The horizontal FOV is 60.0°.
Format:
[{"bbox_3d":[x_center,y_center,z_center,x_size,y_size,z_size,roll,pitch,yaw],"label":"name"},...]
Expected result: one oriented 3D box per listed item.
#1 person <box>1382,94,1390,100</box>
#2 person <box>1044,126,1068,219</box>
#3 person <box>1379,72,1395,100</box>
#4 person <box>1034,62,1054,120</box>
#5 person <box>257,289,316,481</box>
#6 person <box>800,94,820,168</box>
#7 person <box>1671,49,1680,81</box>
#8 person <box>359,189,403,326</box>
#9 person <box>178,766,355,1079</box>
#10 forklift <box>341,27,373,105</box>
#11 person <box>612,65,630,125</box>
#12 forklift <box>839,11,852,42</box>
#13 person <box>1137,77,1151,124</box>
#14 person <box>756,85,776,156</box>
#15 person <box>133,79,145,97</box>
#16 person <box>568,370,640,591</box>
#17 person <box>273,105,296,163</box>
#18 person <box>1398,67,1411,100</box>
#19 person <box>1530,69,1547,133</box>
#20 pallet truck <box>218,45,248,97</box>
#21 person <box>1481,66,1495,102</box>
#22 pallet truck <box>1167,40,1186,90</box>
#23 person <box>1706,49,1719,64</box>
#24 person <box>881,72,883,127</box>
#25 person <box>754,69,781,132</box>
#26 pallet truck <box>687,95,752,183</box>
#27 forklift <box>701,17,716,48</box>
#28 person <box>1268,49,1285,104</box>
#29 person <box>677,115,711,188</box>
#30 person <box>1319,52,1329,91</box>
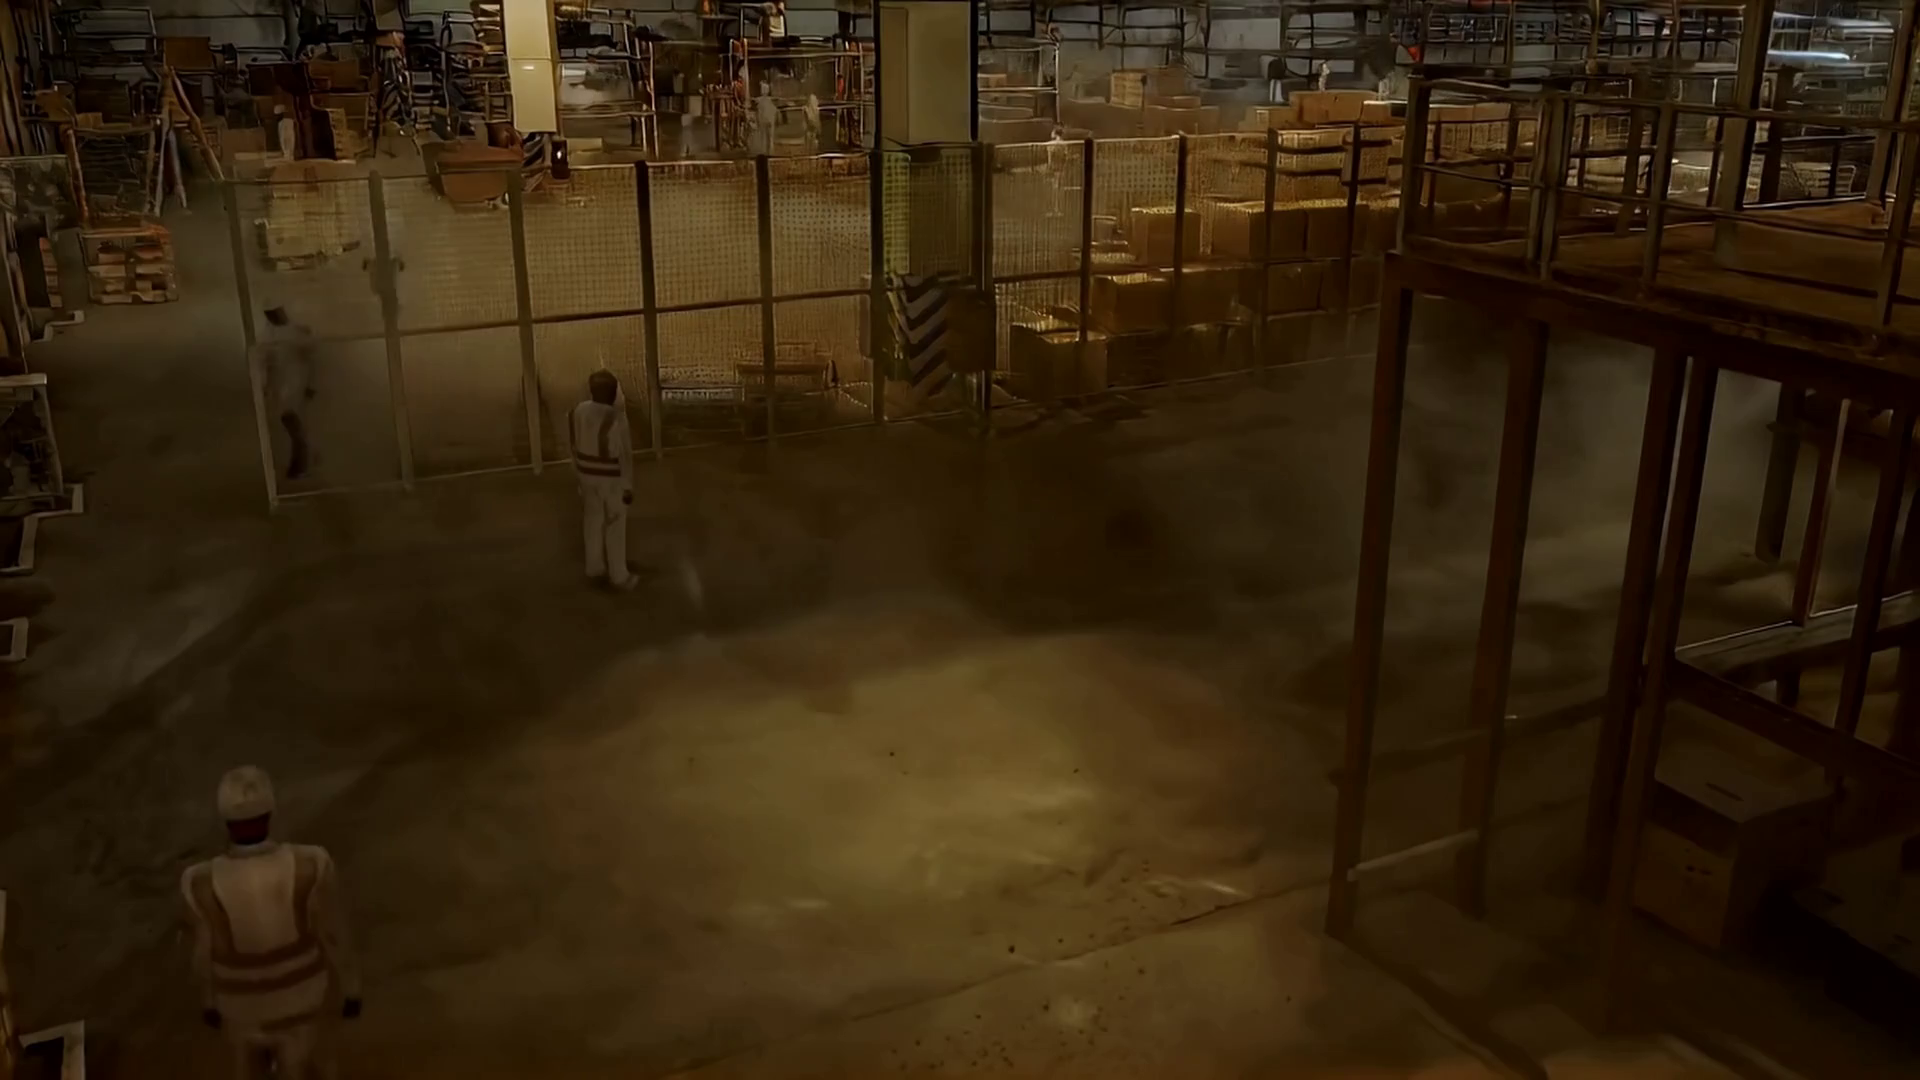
[{"bbox_3d":[10.561,-10.136,41.506,0.599,1.917,0.376,4,19,12],"label":"person"},{"bbox_3d":[1.955,-7.488,33.915,0.515,1.865,0.329,11,22,29],"label":"person"},{"bbox_3d":[14.260,-14.829,55.607,0.525,1.589,0.891,2,19,7],"label":"person"},{"bbox_3d":[2.709,-14.480,53.913,1.008,2.000,0.691,14,23,35],"label":"person"},{"bbox_3d":[-6.803,-1.555,16.633,0.560,1.908,0.747,9,21,25],"label":"person"},{"bbox_3d":[-3.800,-10.493,42.665,0.429,1.838,0.622,12,22,31],"label":"person"},{"bbox_3d":[30.431,-20.082,70.830,0.523,1.579,0.869,-6,20,-17],"label":"person"},{"bbox_3d":[-8.283,-4.084,23.868,0.633,1.978,0.552,1,19,3],"label":"person"},{"bbox_3d":[-2.877,1.804,6.925,0.634,1.891,0.983,-9,21,-24],"label":"person"},{"bbox_3d":[-22.275,-17.346,60.954,1.873,2.768,1.129,-9,21,-25],"label":"forklift"},{"bbox_3d":[-11.079,-14.599,54.467,0.586,1.902,0.855,-8,21,-23],"label":"person"},{"bbox_3d":[-5.710,-25.045,83.272,1.873,2.768,1.129,-9,21,-25],"label":"forklift"},{"bbox_3d":[5.476,-12.709,49.067,0.458,1.852,0.554,13,23,32],"label":"person"},{"bbox_3d":[-5.176,-11.156,44.431,0.369,1.938,0.630,16,25,39],"label":"person"},{"bbox_3d":[-25.330,-13.408,51.427,0.523,1.631,0.323,6,20,17],"label":"person"},{"bbox_3d":[-2.903,-0.487,13.673,0.618,1.836,0.431,12,22,30],"label":"person"},{"bbox_3d":[-15.577,-9.078,38.446,0.386,1.915,0.586,0,19,0],"label":"person"},{"bbox_3d":[15.448,-15.555,57.625,0.830,1.647,0.564,-16,25,-39],"label":"person"},{"bbox_3d":[17.873,-13.515,51.272,0.552,1.935,0.374,-3,19,-10],"label":"person"},{"bbox_3d":[-28.879,-18.665,66.111,0.823,1.965,1.885,-3,19,-9],"label":"pallet truck"},{"bbox_3d":[16.933,-14.143,53.126,0.727,1.909,0.565,2,19,6],"label":"person"},{"bbox_3d":[9.045,-19.971,69.895,0.823,1.965,1.885,-3,19,-8],"label":"pallet truck"},{"bbox_3d":[31.150,-19.484,68.964,0.536,1.682,0.404,2,19,6],"label":"person"},{"bbox_3d":[-2.337,-13.972,52.594,0.374,1.941,0.627,-12,22,-31],"label":"person"},{"bbox_3d":[-6.016,-13.657,51.725,0.761,1.905,0.650,-2,19,-5],"label":"person"},{"bbox_3d":[-5.836,-9.608,39.856,0.823,1.965,1.885,10,22,27],"label":"pallet truck"},{"bbox_3d":[-10.921,-21.323,72.480,1.873,2.768,1.129,-9,21,-25],"label":"forklift"},{"bbox_3d":[11.847,-17.351,62.304,0.610,1.996,0.379,6,20,16],"label":"person"},{"bbox_3d":[-6.202,-8.985,38.537,0.749,1.674,0.532,6,20,17],"label":"person"},{"bbox_3d":[13.613,-17.309,62.353,0.353,1.883,0.578,-5,20,-13],"label":"person"}]
